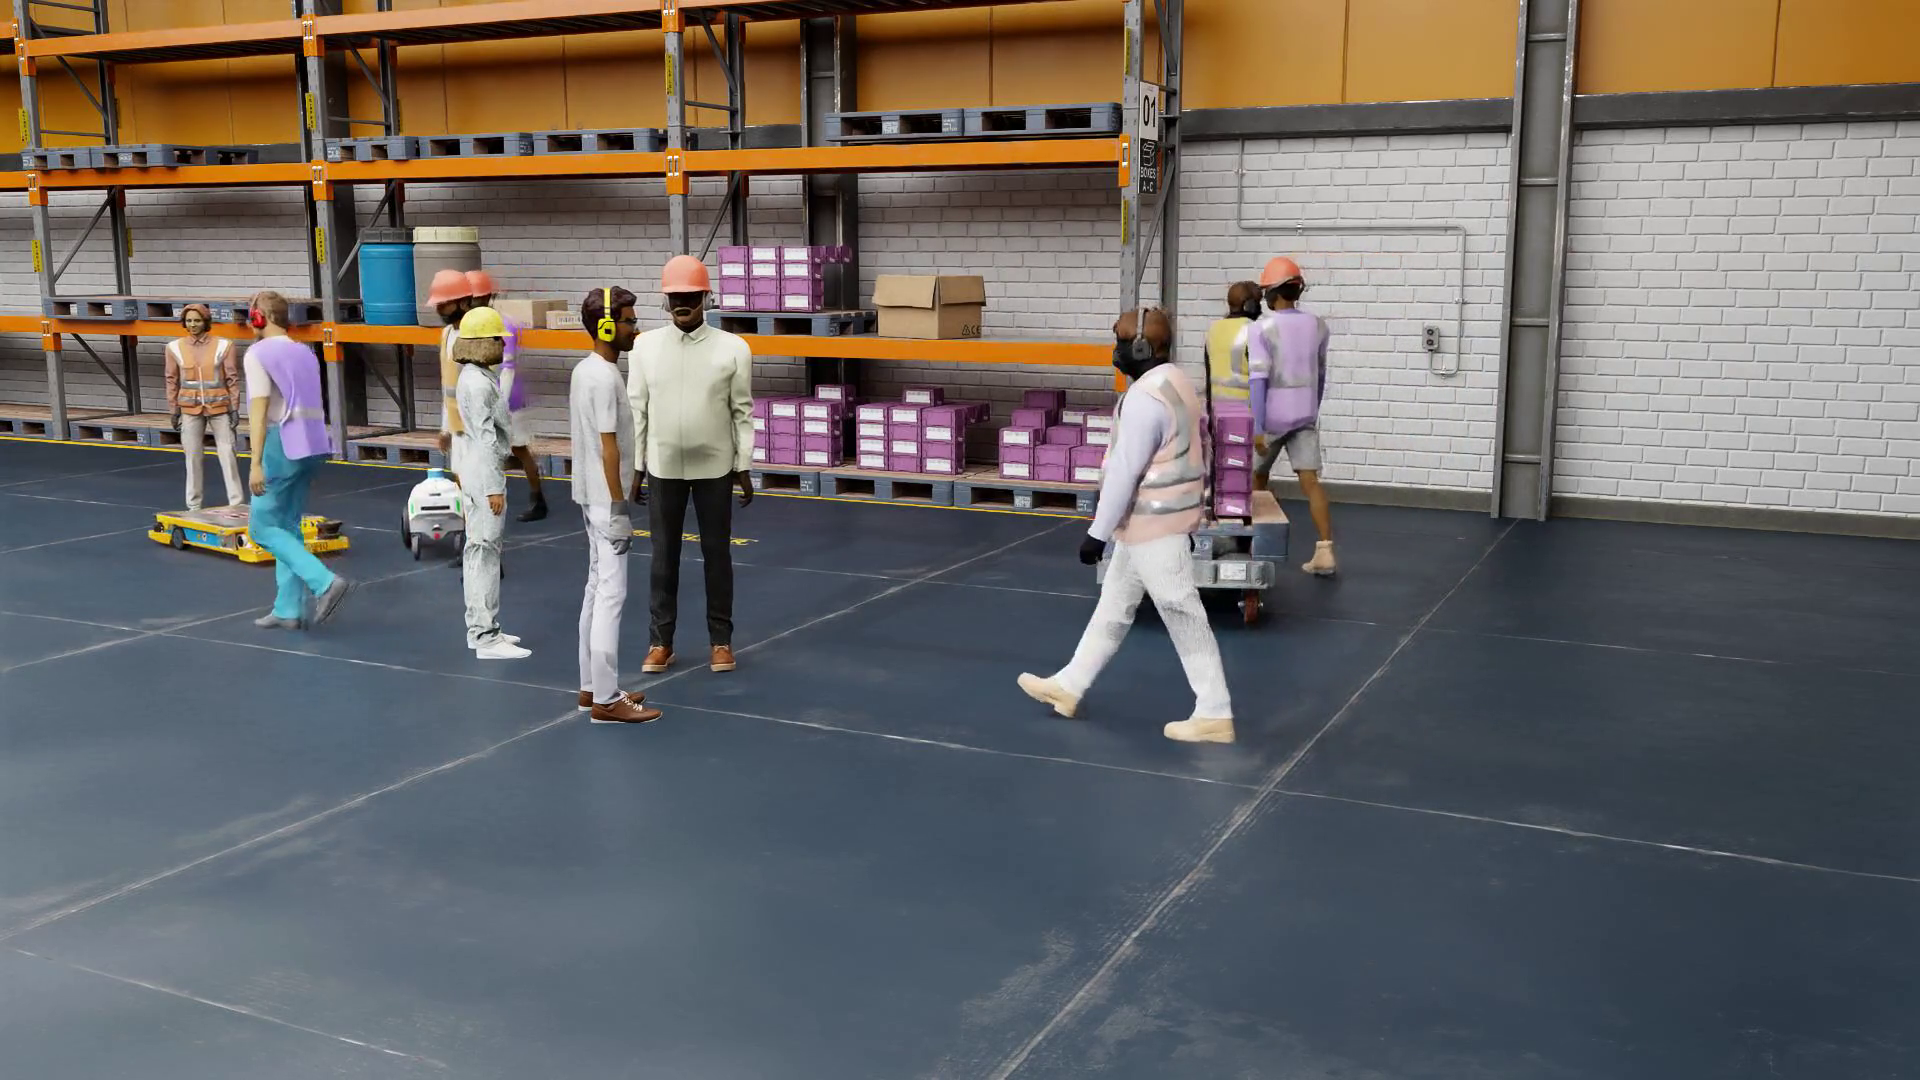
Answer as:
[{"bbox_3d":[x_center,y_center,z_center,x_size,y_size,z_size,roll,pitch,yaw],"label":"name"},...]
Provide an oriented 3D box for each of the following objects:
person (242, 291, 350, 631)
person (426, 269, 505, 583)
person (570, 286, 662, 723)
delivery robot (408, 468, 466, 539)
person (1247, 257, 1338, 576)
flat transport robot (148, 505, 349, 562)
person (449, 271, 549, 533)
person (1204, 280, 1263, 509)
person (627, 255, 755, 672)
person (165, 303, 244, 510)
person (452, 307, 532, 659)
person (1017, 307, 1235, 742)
[{"bbox_3d":[-3.540,-0.410,8.825,0.581,1.803,0.648,2,10,10],"label":"person"},{"bbox_3d":[-3.041,-0.709,10.283,0.438,1.921,0.612,-8,13,-40],"label":"person"},{"bbox_3d":[-1.506,-0.149,7.157,0.310,1.868,0.533,-4,11,-22],"label":"person"},{"bbox_3d":[-3.504,-0.237,11.149,0.477,0.478,0.707,-3,10,-15],"label":"delivery robot"},{"bbox_3d":[2.058,-0.782,10.485,0.632,1.981,1.098,-4,11,-22],"label":"person"},{"bbox_3d":[-4.830,-0.066,11.251,1.431,0.197,0.652,8,13,38],"label":"flat transport robot"},{"bbox_3d":[-3.375,-1.015,12.120,0.533,1.884,0.959,5,11,26],"label":"person"},{"bbox_3d":[1.879,-0.861,11.383,0.779,1.823,0.632,-4,11,-22],"label":"person"},{"bbox_3d":[-1.290,-0.353,7.961,0.610,1.996,0.384,0,10,-2],"label":"person"},{"bbox_3d":[-5.652,-0.953,12.455,0.511,1.631,0.319,-3,10,-15],"label":"person"},{"bbox_3d":[-2.344,-0.284,8.287,0.294,1.744,0.485,-4,11,-23],"label":"person"},{"bbox_3d":[0.714,-0.061,6.906,0.993,1.778,0.625,3,10,15],"label":"person"}]
